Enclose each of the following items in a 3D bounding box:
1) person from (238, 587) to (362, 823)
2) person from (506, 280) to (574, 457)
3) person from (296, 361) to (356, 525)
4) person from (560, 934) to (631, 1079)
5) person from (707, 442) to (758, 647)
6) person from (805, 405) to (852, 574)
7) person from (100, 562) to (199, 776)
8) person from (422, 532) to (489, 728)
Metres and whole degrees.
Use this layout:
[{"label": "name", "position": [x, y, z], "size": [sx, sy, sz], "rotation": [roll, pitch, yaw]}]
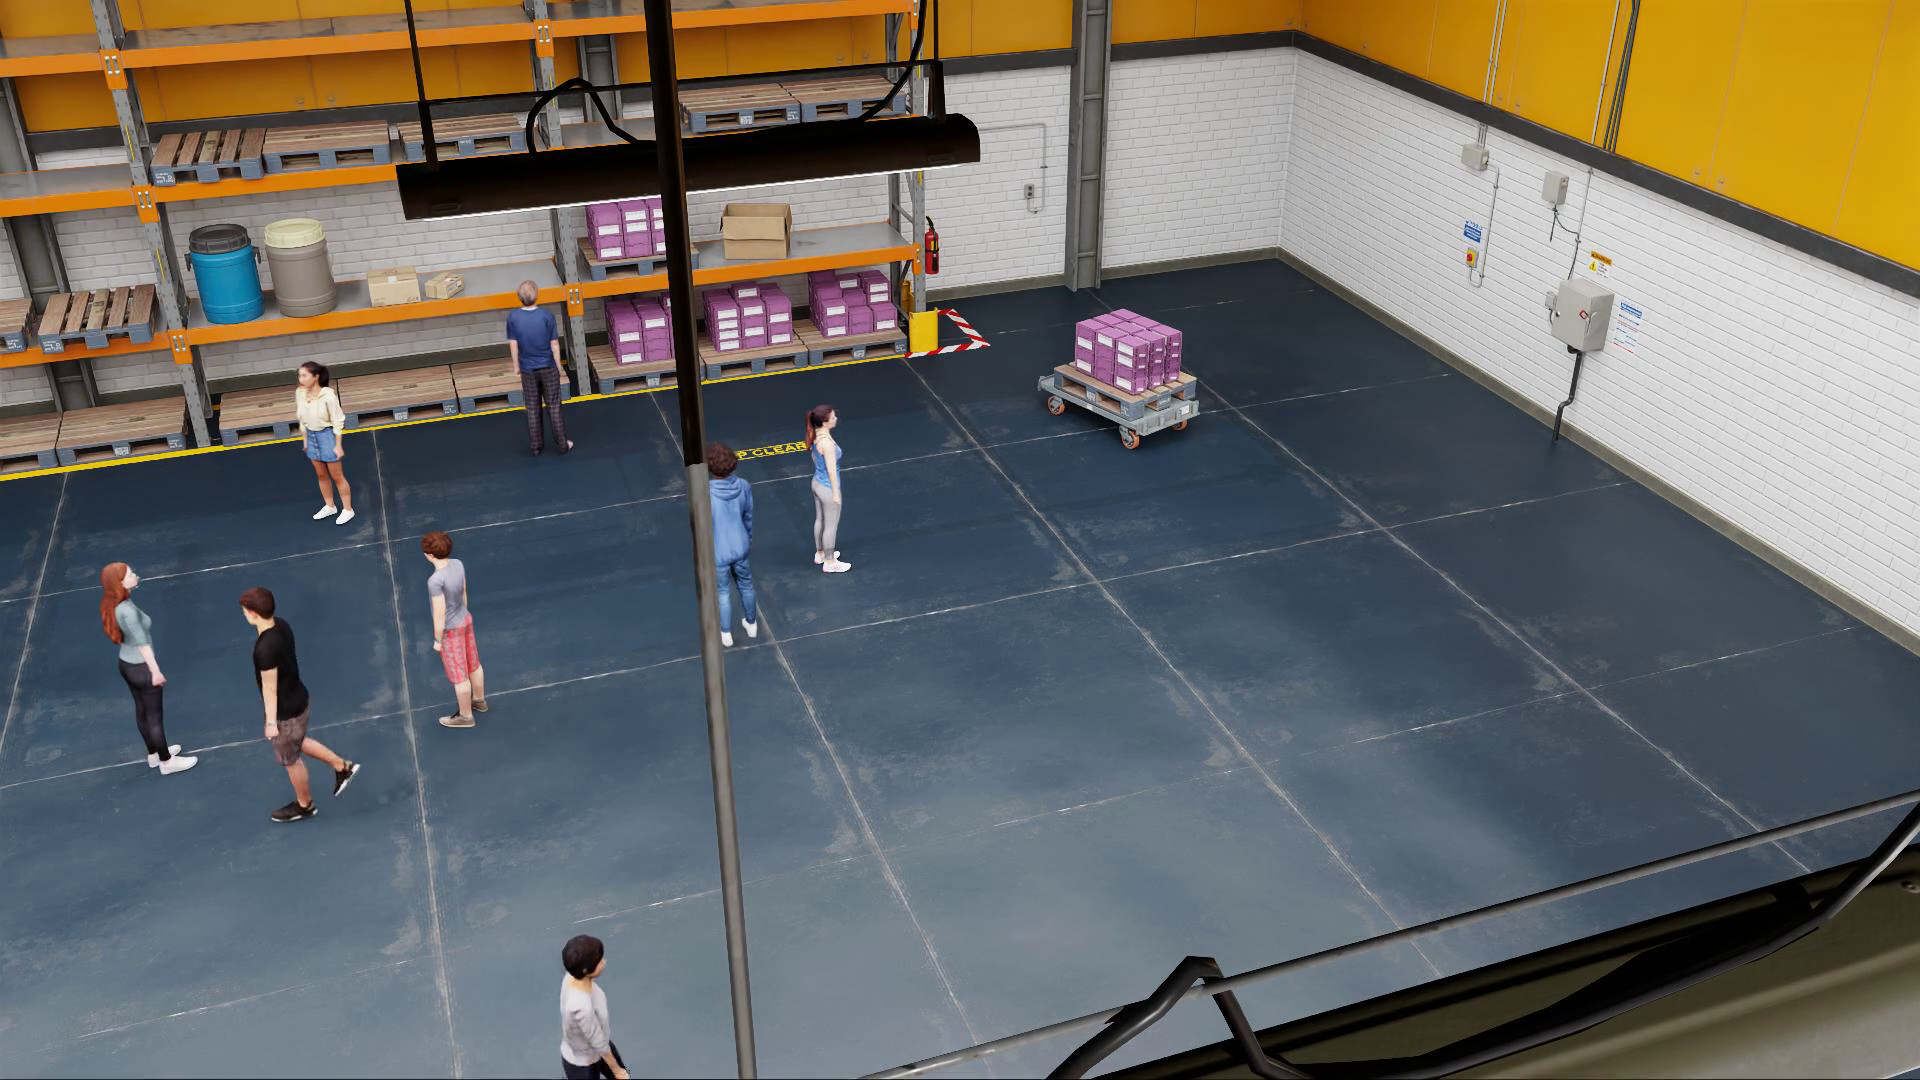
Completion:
[{"label": "person", "position": [-4.655, 1.152, 11.721], "size": [0.904, 1.843, 0.732], "rotation": [-7, 29, -13]}, {"label": "person", "position": [-4.319, -1.763, 17.036], "size": [0.573, 1.871, 0.772], "rotation": [-3, 29, -5]}, {"label": "person", "position": [-6.030, -0.939, 15.776], "size": [0.710, 1.631, 0.780], "rotation": [11, 31, 20]}, {"label": "person", "position": [-2.109, 2.798, 9.032], "size": [0.835, 1.530, 0.609], "rotation": [-6, 29, -11]}, {"label": "person", "position": [-1.937, 0.031, 13.813], "size": [0.585, 1.808, 0.788], "rotation": [-18, 33, -30]}, {"label": "person", "position": [-1.197, -0.476, 14.951], "size": [0.555, 1.609, 0.583], "rotation": [-13, 31, -22]}, {"label": "person", "position": [-6.018, 0.941, 12.213], "size": [0.665, 1.742, 0.678], "rotation": [24, 37, 37]}, {"label": "person", "position": [-3.892, 0.674, 12.798], "size": [0.696, 1.651, 0.664], "rotation": [7, 29, 13]}]
